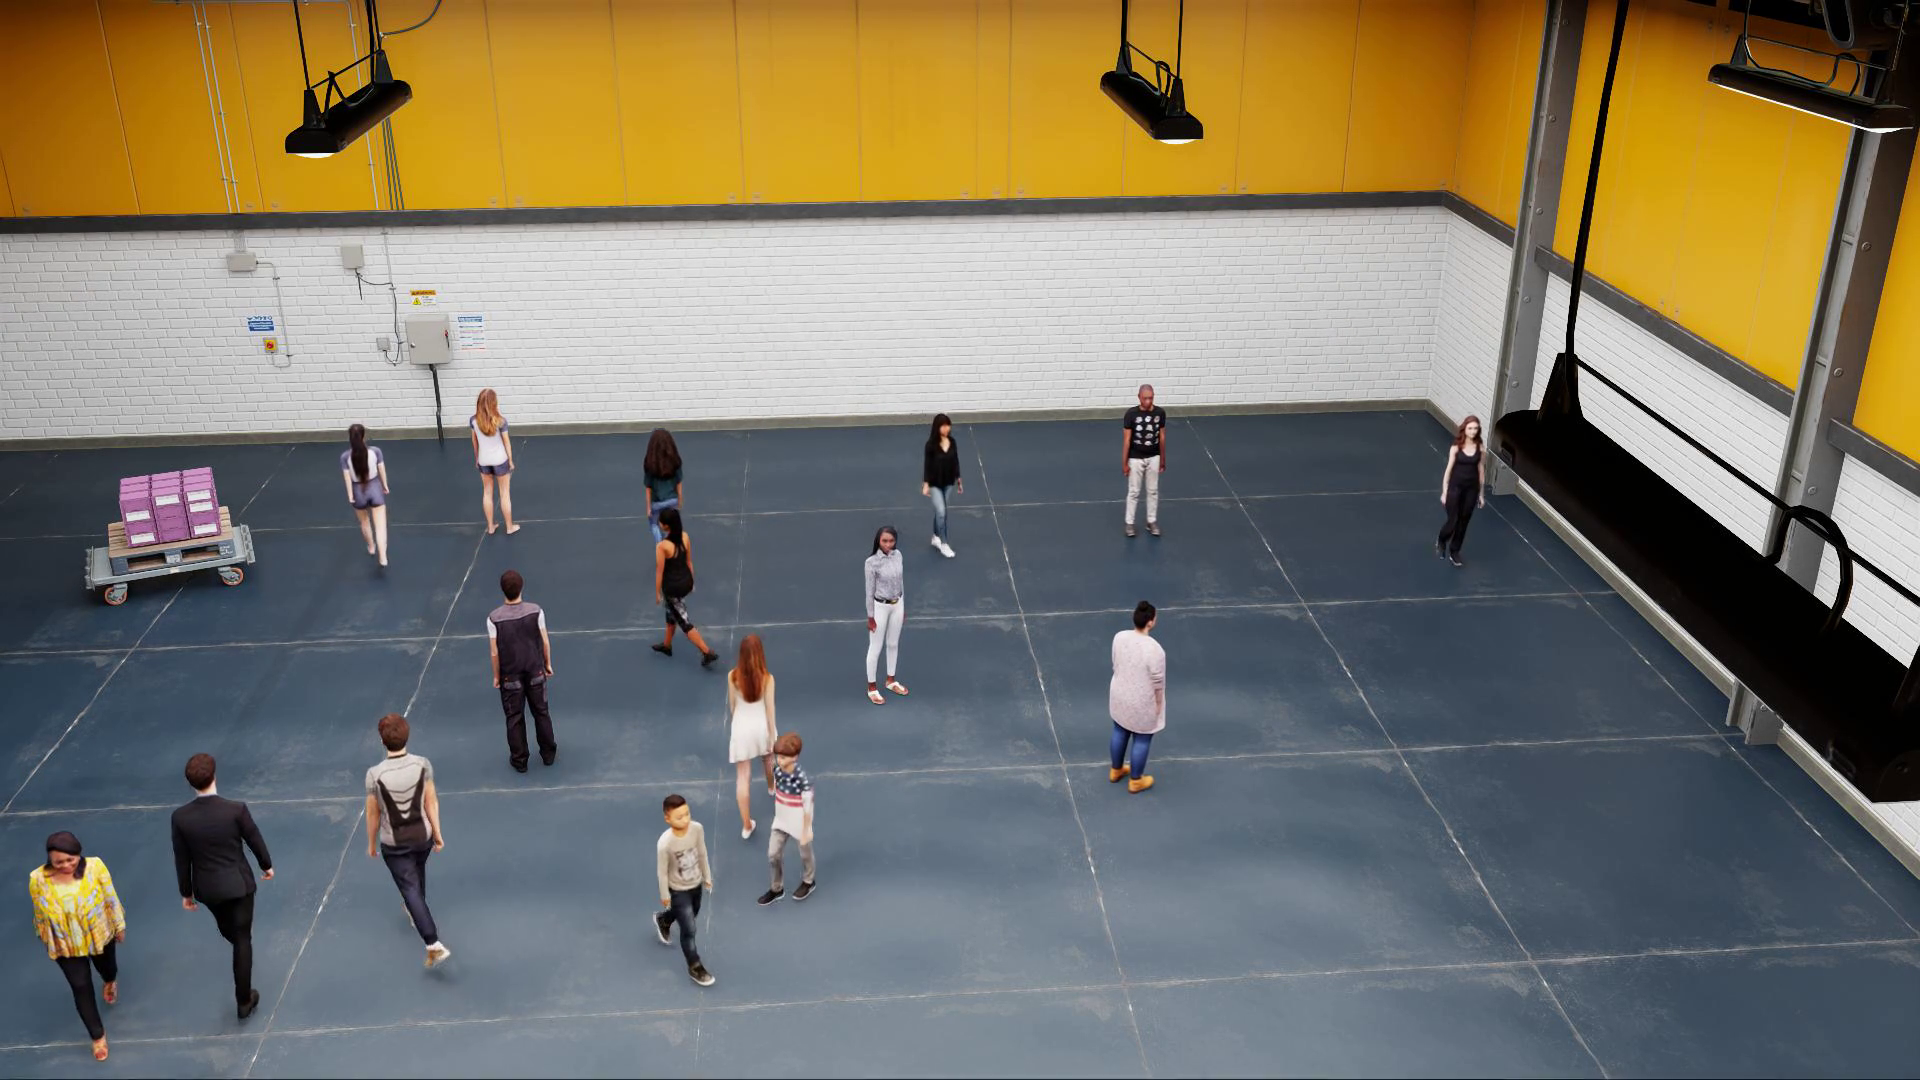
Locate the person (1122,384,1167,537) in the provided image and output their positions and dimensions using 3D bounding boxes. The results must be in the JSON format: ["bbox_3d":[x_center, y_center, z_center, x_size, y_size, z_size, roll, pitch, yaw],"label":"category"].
[{"bbox_3d":[2.100,-0.930,18.992,0.672,1.802,0.615,-4,24,-8],"label":"person"}]

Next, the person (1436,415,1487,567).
[{"bbox_3d":[5.497,-0.580,18.275,0.591,1.736,0.657,-3,24,-7],"label":"person"}]

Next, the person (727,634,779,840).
[{"bbox_3d":[-1.693,1.600,13.384,0.643,1.658,1.169,1,24,2],"label":"person"}]

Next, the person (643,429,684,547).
[{"bbox_3d":[-3.193,-0.400,18.023,0.691,1.606,0.722,-10,26,-22],"label":"person"}]

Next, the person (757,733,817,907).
[{"bbox_3d":[-1.218,2.075,12.587,0.737,1.426,0.817,13,27,28],"label":"person"}]

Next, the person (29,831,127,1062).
[{"bbox_3d":[-5.849,2.612,11.117,0.965,1.620,1.145,-13,27,-28],"label":"person"}]

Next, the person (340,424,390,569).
[{"bbox_3d":[-6.427,-0.446,18.120,0.818,1.613,1.127,-9,25,-20],"label":"person"}]

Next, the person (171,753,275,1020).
[{"bbox_3d":[-5.019,2.404,11.337,0.849,1.825,1.272,-5,24,-12],"label":"person"}]

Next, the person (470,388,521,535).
[{"bbox_3d":[-5.337,-0.897,19.007,0.642,1.730,0.610,3,24,7],"label":"person"}]

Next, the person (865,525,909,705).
[{"bbox_3d":[-0.693,0.660,15.454,0.671,1.722,0.692,-18,29,-35],"label":"person"}]

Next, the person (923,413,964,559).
[{"bbox_3d":[-0.263,-0.663,18.591,0.804,1.634,0.893,-17,29,-34],"label":"person"}]

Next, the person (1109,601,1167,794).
[{"bbox_3d":[1.464,1.300,13.962,0.787,1.744,0.857,21,31,39],"label":"person"}]

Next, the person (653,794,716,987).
[{"bbox_3d":[-1.999,2.417,11.786,0.976,1.441,0.928,18,29,36],"label":"person"}]

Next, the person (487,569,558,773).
[{"bbox_3d":[-3.760,1.115,14.256,0.736,1.848,0.702,-11,26,-23],"label":"person"}]

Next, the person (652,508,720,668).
[{"bbox_3d":[-2.667,0.479,15.982,1.059,1.632,1.092,13,27,27],"label":"person"}]

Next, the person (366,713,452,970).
[{"bbox_3d":[-3.901,2.171,11.843,1.046,1.845,1.328,-15,28,-31],"label":"person"}]
